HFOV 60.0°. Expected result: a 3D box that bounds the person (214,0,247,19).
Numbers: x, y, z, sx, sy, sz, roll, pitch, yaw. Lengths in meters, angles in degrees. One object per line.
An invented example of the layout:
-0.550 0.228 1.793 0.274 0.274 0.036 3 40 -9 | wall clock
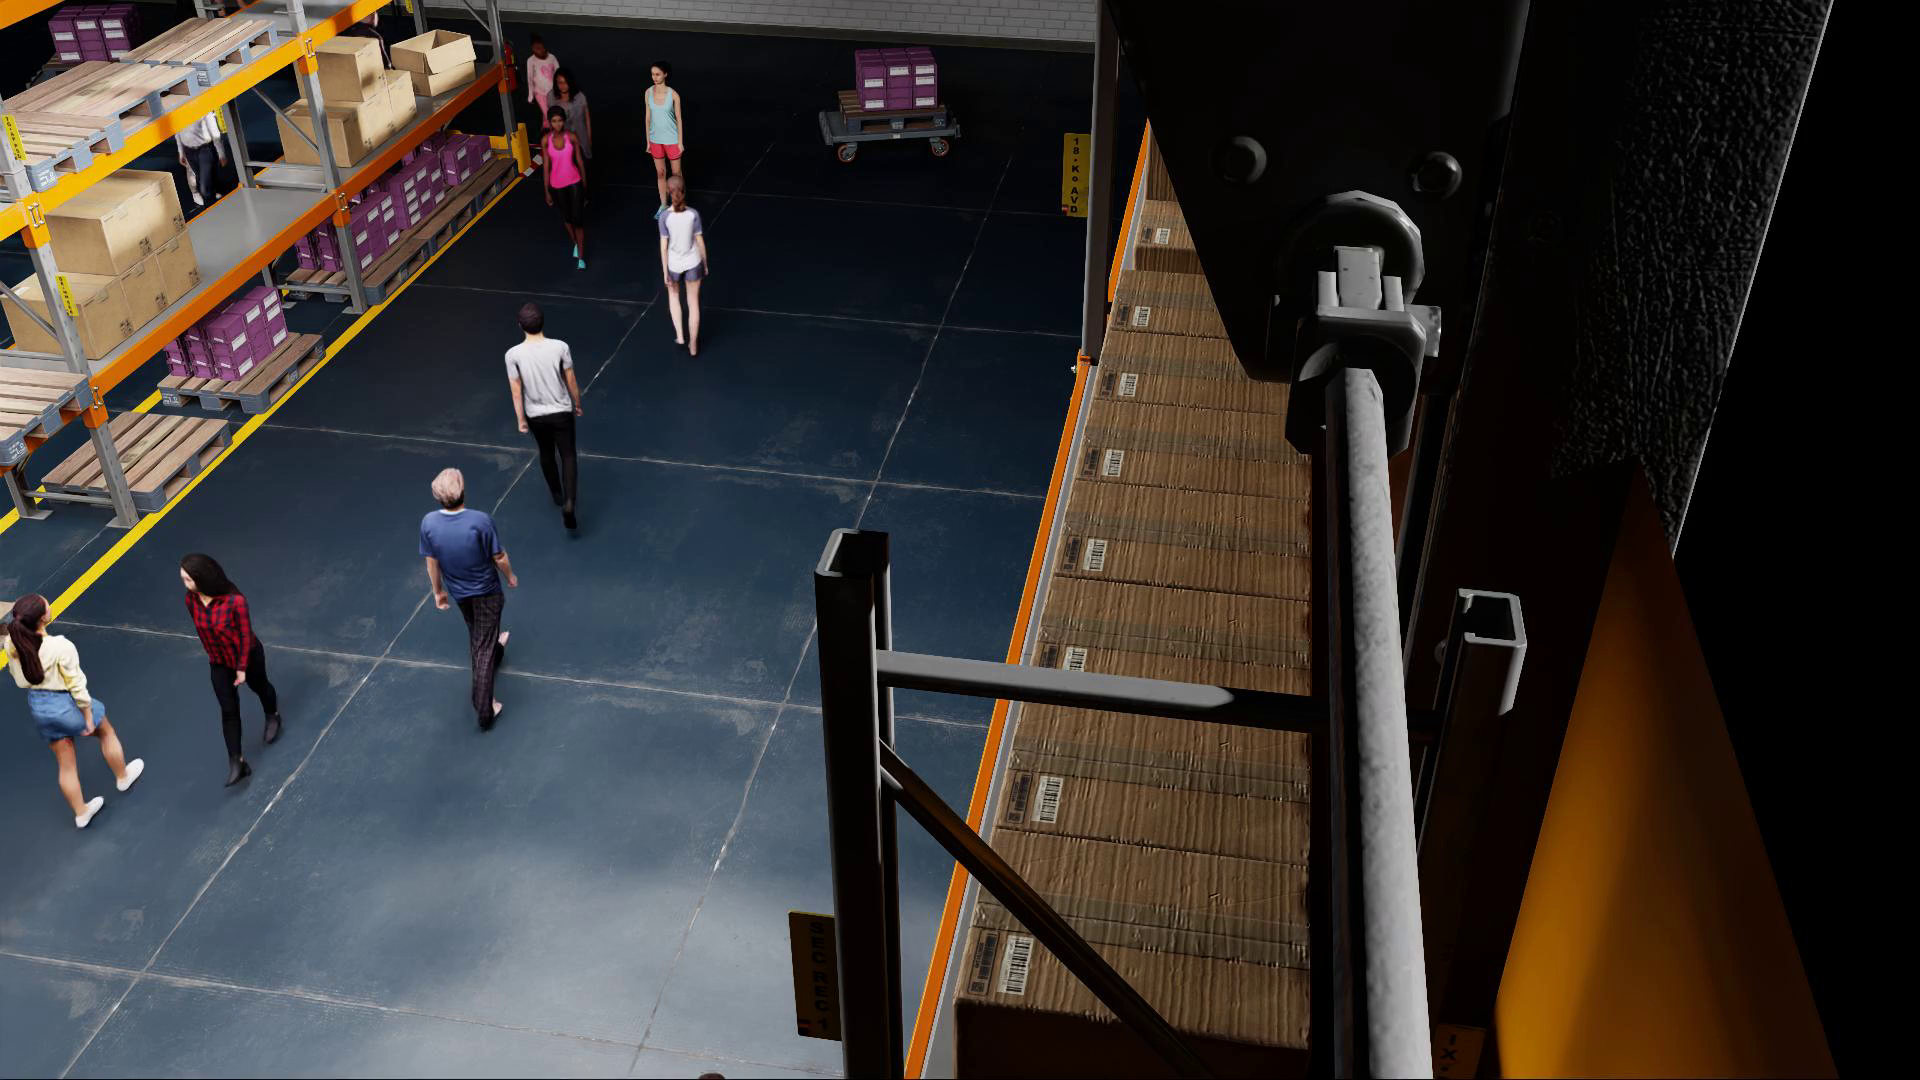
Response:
-10.317 -7.928 23.624 0.780 1.782 0.787 15 36 21 | person

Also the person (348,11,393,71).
-7.018 -5.393 19.786 0.788 1.810 0.755 15 36 21 | person

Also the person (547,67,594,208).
-4.365 -4.575 18.749 0.683 1.595 0.685 1 34 2 | person

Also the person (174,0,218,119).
-9.678 -6.109 21.049 0.706 1.603 0.698 13 36 18 | person

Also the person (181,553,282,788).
-4.647 0.708 10.779 0.648 1.618 1.028 2 34 3 | person

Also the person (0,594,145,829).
-5.559 1.098 10.202 0.712 1.608 0.851 1 34 1 | person

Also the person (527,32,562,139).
-5.083 -5.474 20.266 1.031 1.412 1.055 -29 43 -36 | person

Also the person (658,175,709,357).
-2.574 -2.514 15.509 0.677 1.750 0.737 -5 34 -8 | person

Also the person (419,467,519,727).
-3.240 0.409 11.046 0.666 1.821 1.112 5 34 7 | person

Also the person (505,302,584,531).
-3.220 -0.949 13.074 0.904 1.838 1.190 -5 34 -8 | person

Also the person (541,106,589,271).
-4.106 -3.724 17.382 0.763 1.691 1.069 -4 34 -6 | person

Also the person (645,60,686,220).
-3.243 -4.391 18.319 0.592 1.765 0.570 7 34 10 | person
